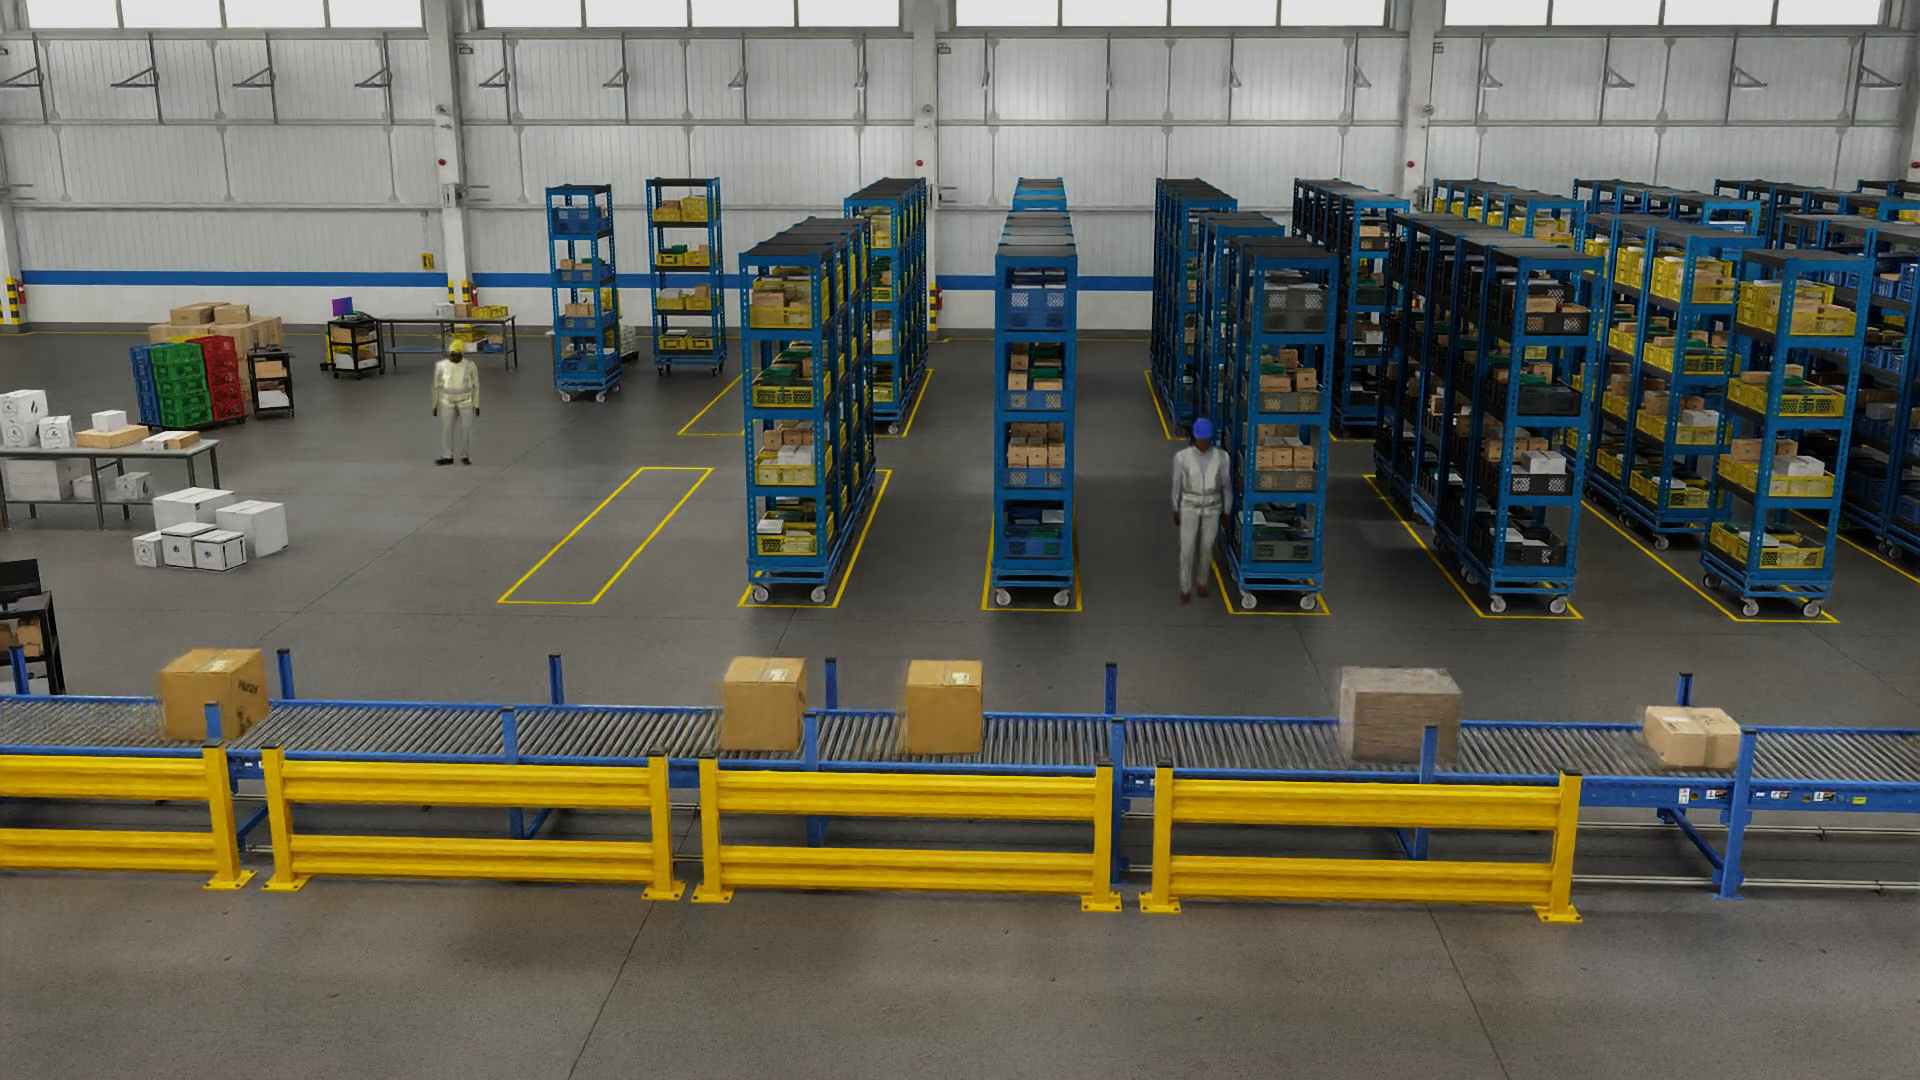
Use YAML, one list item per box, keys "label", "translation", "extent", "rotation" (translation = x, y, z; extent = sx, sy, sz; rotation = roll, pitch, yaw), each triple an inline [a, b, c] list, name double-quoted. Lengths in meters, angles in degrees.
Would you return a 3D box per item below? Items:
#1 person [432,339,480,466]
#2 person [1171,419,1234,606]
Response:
- label: "person"
  translation: [-7.061, -1.902, 23.211]
  extent: [0.720, 1.791, 0.405]
  rotation: [0, 15, -2]
- label: "person"
  translation: [2.475, -0.275, 16.939]
  extent: [0.606, 1.916, 0.822]
  rotation: [0, 15, 1]
